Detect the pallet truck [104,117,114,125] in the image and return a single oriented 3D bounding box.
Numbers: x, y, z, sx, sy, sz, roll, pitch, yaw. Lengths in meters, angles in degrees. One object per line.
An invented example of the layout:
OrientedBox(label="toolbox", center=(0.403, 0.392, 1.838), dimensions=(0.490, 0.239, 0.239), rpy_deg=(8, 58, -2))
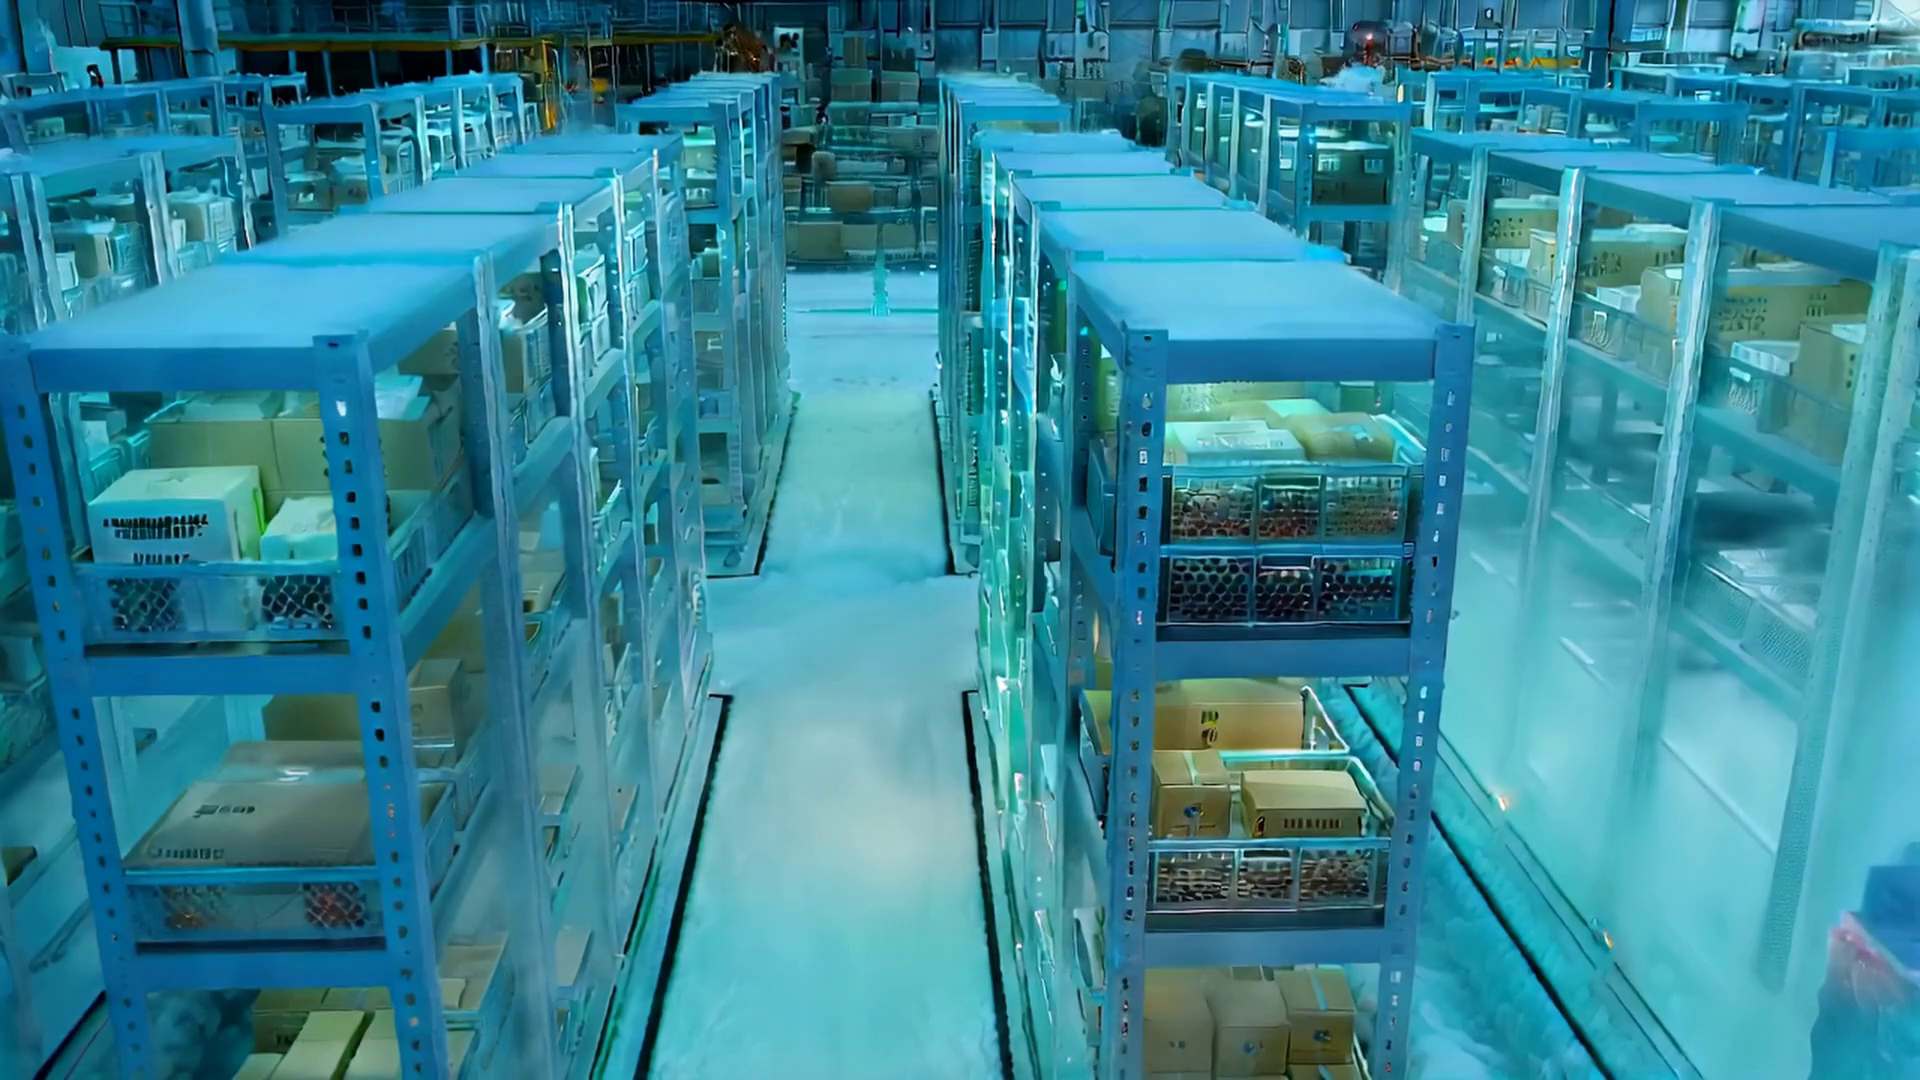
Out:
OrientedBox(label="pallet truck", center=(-18.367, -7.885, 35.078), dimensions=(1.885, 1.965, 0.823), rpy_deg=(1, 18, 2))

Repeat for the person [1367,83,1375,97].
OrientedBox(label="person", center=(14.047, -14.915, 57.360), dimensions=(0.543, 1.672, 0.522), rpy_deg=(2, 18, 7))

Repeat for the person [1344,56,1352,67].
OrientedBox(label="person", center=(19.565, -23.662, 84.356), dimensions=(0.491, 1.716, 0.768), rpy_deg=(-4, 18, -13))

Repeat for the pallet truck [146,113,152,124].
OrientedBox(label="pallet truck", center=(-18.087, -8.309, 36.390), dimensions=(1.885, 1.965, 0.823), rpy_deg=(-1, 18, -4))

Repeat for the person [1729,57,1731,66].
OrientedBox(label="person", center=(37.464, -22.713, 81.230), dimensions=(0.501, 1.839, 0.341), rpy_deg=(6, 19, 18))

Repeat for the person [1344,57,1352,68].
OrientedBox(label="person", center=(18.025, -21.593, 77.662), dimensions=(0.978, 1.906, 0.642), rpy_deg=(7, 19, 20))

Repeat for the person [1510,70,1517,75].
OrientedBox(label="person", center=(20.476, -16.478, 61.792), dimensions=(0.404, 1.918, 0.564), rpy_deg=(9, 20, 26))

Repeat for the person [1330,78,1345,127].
OrientedBox(label="person", center=(13.523, -15.657, 59.564), dimensions=(0.532, 1.725, 0.883), rpy_deg=(10, 20, 28))

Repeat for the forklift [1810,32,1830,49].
OrientedBox(label="forklift", center=(45.954, -25.830, 89.194), dimensions=(1.129, 2.768, 1.873), rpy_deg=(-1, 18, -2))

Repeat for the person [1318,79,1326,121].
OrientedBox(label="person", center=(12.338, -14.917, 57.163), dimensions=(0.470, 1.793, 0.611), rpy_deg=(-17, 25, -42))

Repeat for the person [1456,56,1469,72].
OrientedBox(label="person", center=(23.879, -22.073, 79.178), dimensions=(0.647, 1.867, 0.999), rpy_deg=(0, 18, -1))

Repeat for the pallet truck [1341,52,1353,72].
OrientedBox(label="pallet truck", center=(18.794, -23.123, 82.231), dimensions=(0.823, 1.965, 1.885), rpy_deg=(-13, 22, -35))

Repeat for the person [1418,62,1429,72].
OrientedBox(label="person", center=(20.183, -19.866, 72.406), dimensions=(0.629, 1.851, 0.327), rpy_deg=(9, 20, 25))

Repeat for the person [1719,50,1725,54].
OrientedBox(label="person", center=(40.572, -25.261, 89.029), dimensions=(0.548, 1.899, 0.952), rpy_deg=(-9, 20, -27))

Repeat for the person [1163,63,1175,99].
OrientedBox(label="person", center=(8.287, -17.716, 65.431), dimensions=(0.683, 2.000, 0.536), rpy_deg=(-2, 18, -7))

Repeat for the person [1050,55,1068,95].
OrientedBox(label="person", center=(4.802, -22.399, 80.180), dimensions=(0.919, 1.898, 0.685), rpy_deg=(4, 18, 12))

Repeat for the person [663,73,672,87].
OrientedBox(label="person", center=(-10.733, -16.299, 61.399), dimensions=(1.005, 1.836, 0.581), rpy_deg=(0, 18, -1))

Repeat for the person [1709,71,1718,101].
OrientedBox(label="person", center=(29.060, -17.353, 64.486), dimensions=(0.613, 1.921, 0.759), rpy_deg=(9, 20, 26))

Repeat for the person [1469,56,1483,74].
OrientedBox(label="person", center=(25.360, -22.825, 81.622), dimensions=(0.761, 1.815, 0.432), rpy_deg=(1, 18, 3))

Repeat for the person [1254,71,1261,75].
OrientedBox(label="person", center=(10.560, -15.756, 59.476), dimensions=(0.435, 1.981, 0.629), rpy_deg=(-11, 21, -30))

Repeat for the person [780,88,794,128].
OrientedBox(label="person", center=(-5.849, -14.855, 56.582), dimensions=(0.502, 2.030, 0.620), rpy_deg=(11, 21, 30))

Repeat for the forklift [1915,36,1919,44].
OrientedBox(label="forklift", center=(50.200, -25.081, 86.878), dimensions=(1.129, 2.768, 1.873), rpy_deg=(-10, 20, -27))

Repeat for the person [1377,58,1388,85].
OrientedBox(label="person", center=(20.763, -22.832, 81.826), dimensions=(0.530, 1.688, 0.324), rpy_deg=(-3, 18, -9))

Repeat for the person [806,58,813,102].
OrientedBox(label="person", center=(-6.735, -20.640, 74.648), dimensions=(0.376, 1.932, 0.551), rpy_deg=(-4, 18, -12))

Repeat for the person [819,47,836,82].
OrientedBox(label="person", center=(-7.509, -26.904, 94.114), dimensions=(1.017, 1.891, 0.617), rpy_deg=(0, 18, 1))
